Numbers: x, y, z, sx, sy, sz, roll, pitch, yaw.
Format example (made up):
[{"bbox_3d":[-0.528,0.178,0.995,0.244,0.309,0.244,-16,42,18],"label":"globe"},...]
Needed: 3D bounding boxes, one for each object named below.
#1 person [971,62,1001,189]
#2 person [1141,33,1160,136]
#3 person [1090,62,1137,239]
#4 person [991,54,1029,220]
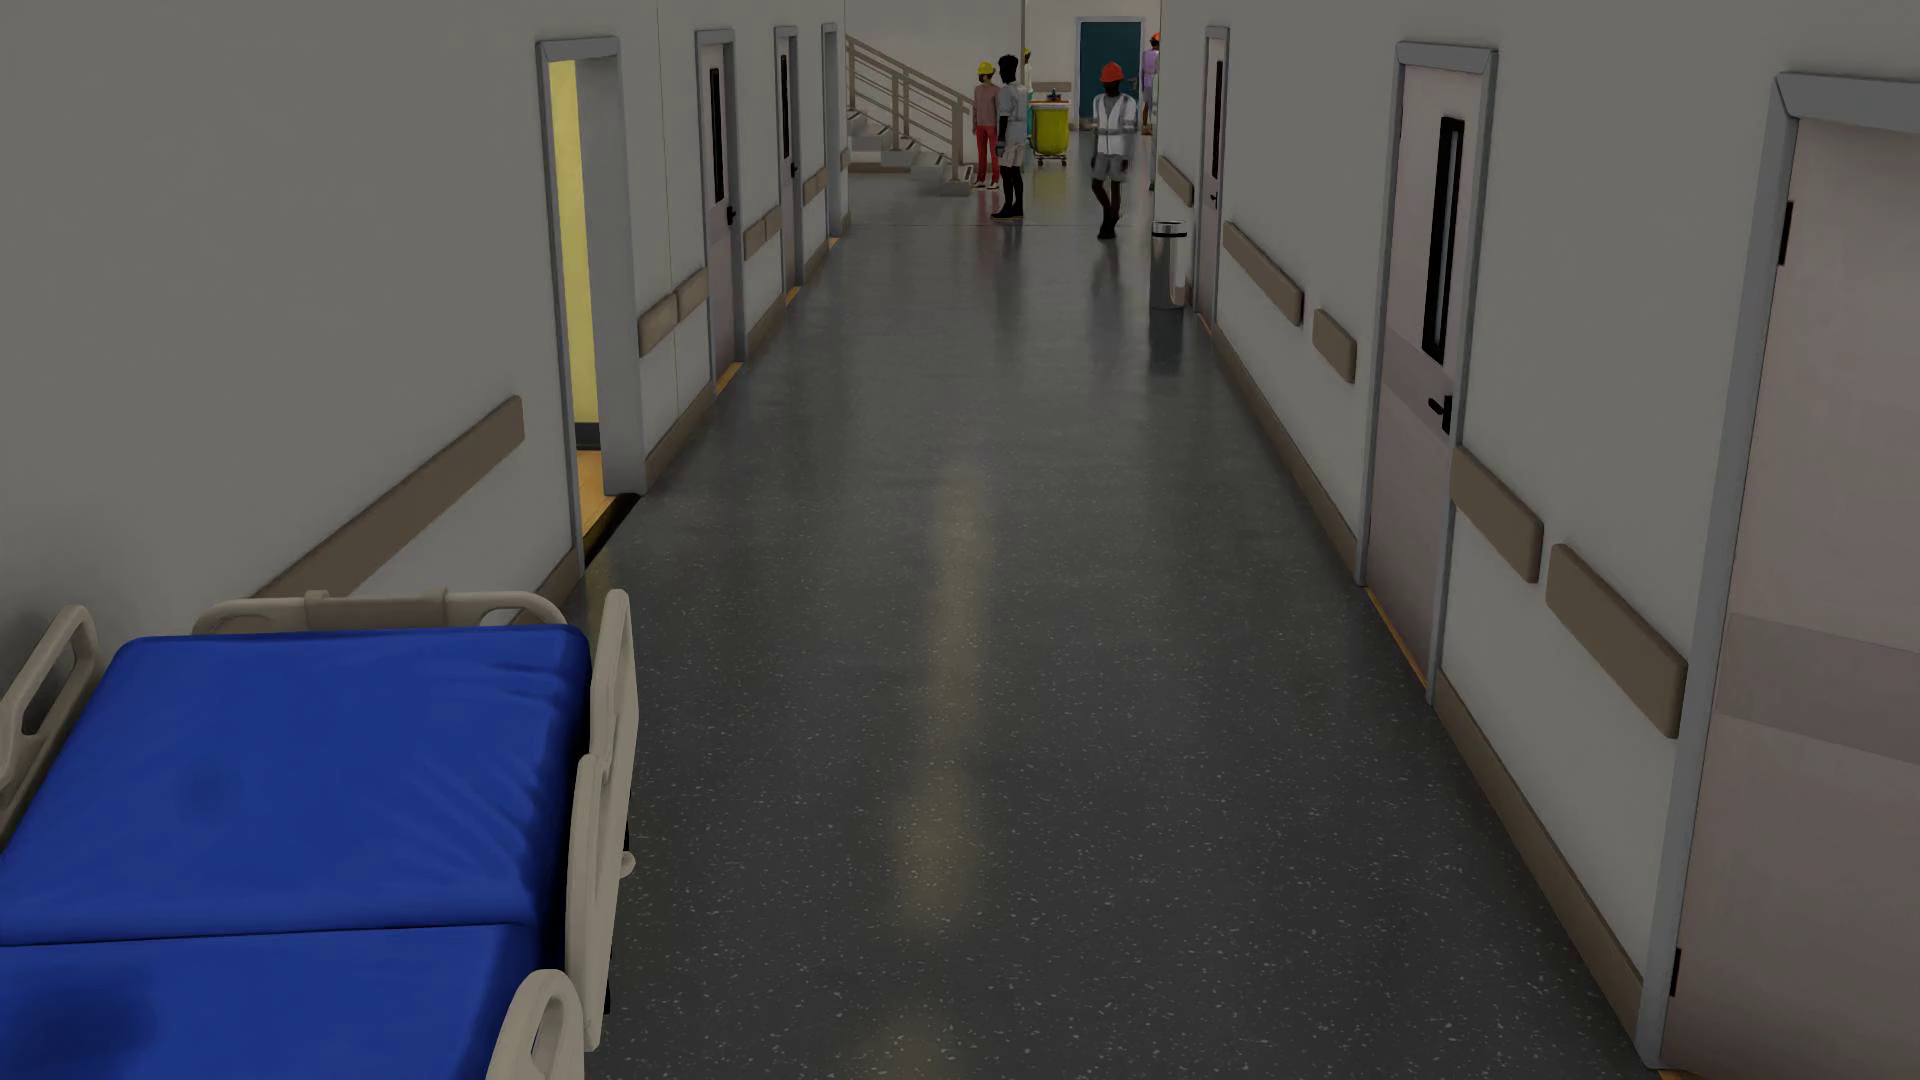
[{"bbox_3d":[0.379,-5.880,23.625,0.525,1.765,0.329,15,23,39],"label":"person"},{"bbox_3d":[3.953,-9.247,33.783,0.617,2.028,0.410,17,24,42],"label":"person"},{"bbox_3d":[1.679,-4.297,18.402,0.546,1.915,0.463,11,21,32],"label":"person"},{"bbox_3d":[0.612,-4.861,20.115,0.383,1.952,0.620,8,20,25],"label":"person"}]
